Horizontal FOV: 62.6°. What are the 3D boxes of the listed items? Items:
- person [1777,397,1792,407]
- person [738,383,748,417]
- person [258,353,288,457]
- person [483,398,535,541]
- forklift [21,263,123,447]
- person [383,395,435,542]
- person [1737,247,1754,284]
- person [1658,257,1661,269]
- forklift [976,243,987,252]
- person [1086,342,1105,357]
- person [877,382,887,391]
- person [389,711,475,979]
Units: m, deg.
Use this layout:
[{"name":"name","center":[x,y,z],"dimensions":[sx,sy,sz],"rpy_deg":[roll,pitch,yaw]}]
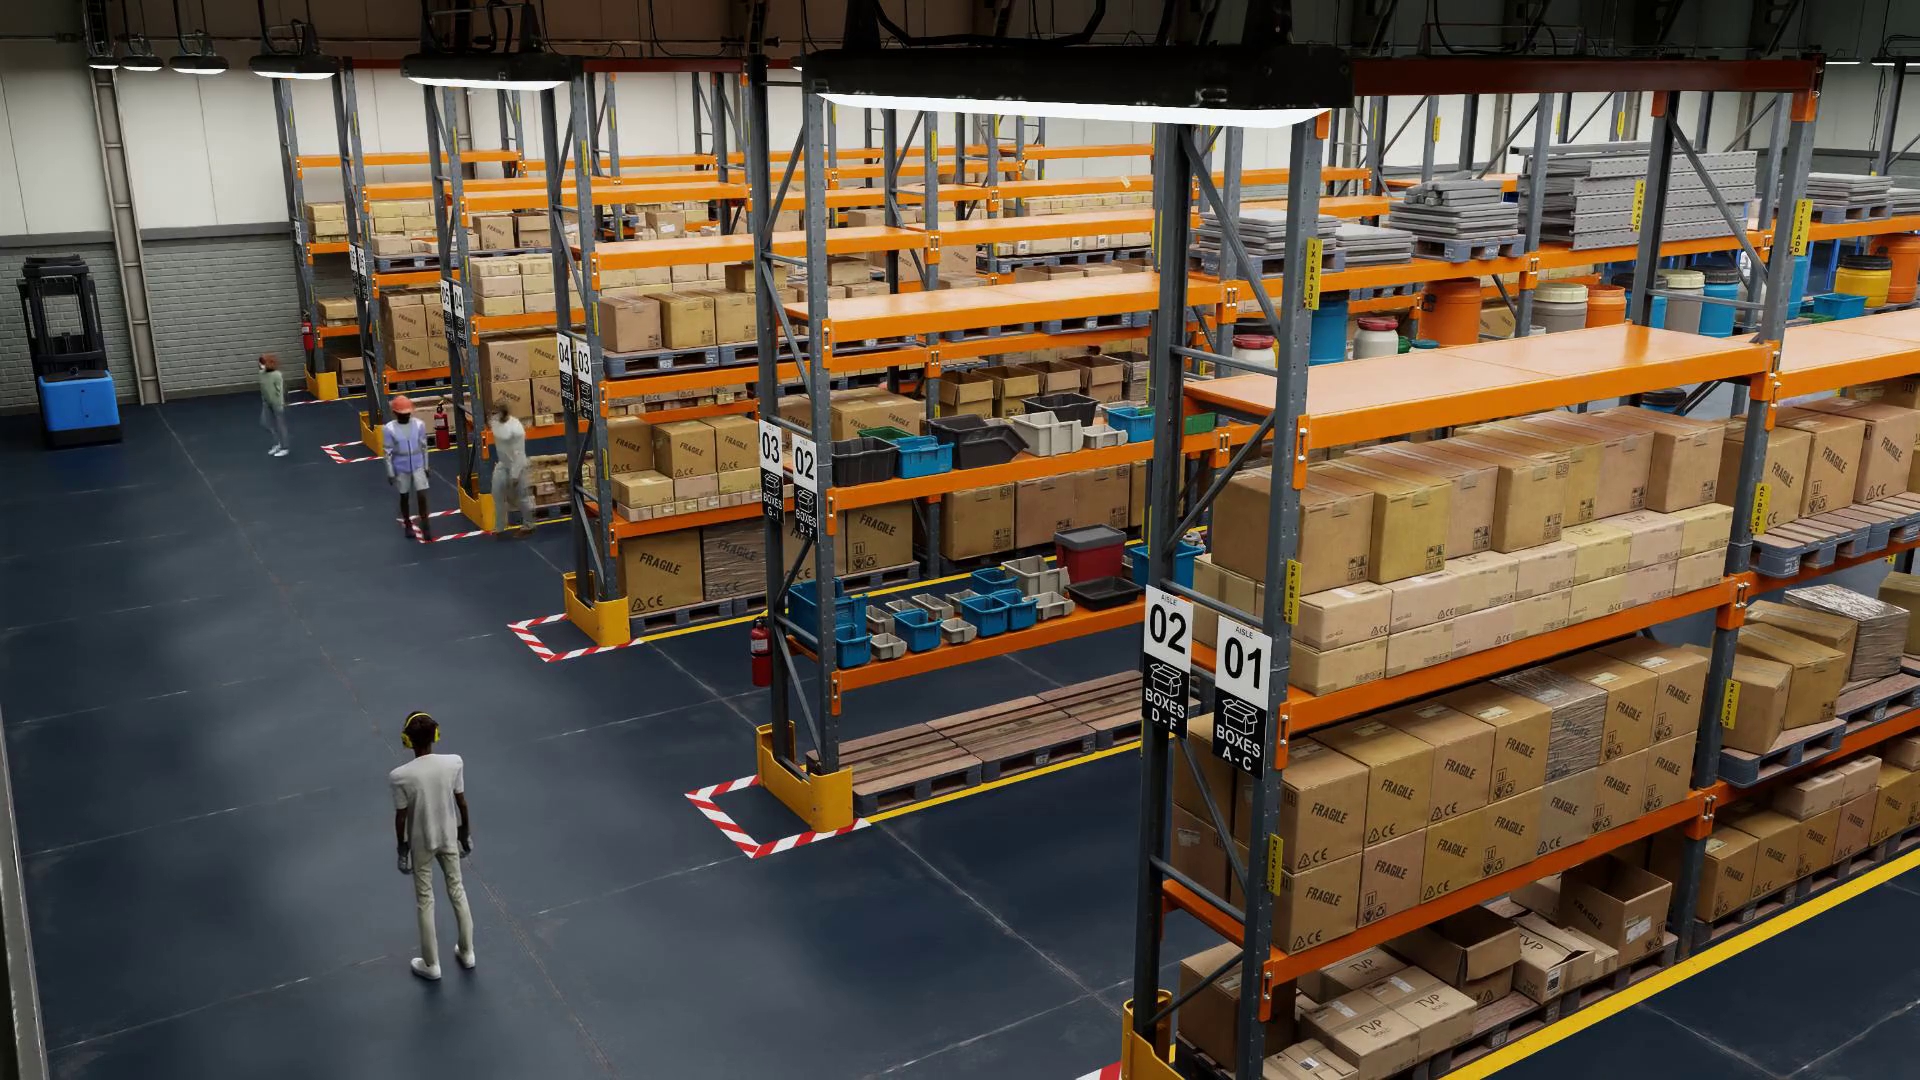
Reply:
[{"name":"person","center":[11.165,-1.443,21.932],"dimensions":[0.720,1.903,0.589],"rpy_deg":[-4,17,-13]},{"name":"person","center":[-3.607,-2.492,25.348],"dimensions":[0.661,1.909,0.607],"rpy_deg":[-7,18,-23]},{"name":"person","center":[-10.699,-2.094,24.518],"dimensions":[0.531,1.615,0.387],"rpy_deg":[9,19,27]},{"name":"person","center":[-5.796,-0.883,20.115],"dimensions":[0.676,1.889,0.805],"rpy_deg":[13,21,36]},{"name":"forklift","center":[-14.518,-3.079,25.708],"dimensions":[1.129,2.768,1.873],"rpy_deg":[-10,20,-31]},{"name":"person","center":[-7.017,-0.902,20.145],"dimensions":[0.568,1.902,0.815],"rpy_deg":[-10,20,-30]},{"name":"person","center":[18.904,-6.303,37.800],"dimensions":[0.551,1.935,0.375],"rpy_deg":[3,17,9]},{"name":"person","center":[19.684,-8.345,44.649],"dimensions":[0.508,1.847,0.345],"rpy_deg":[0,17,1]},{"name":"forklift","center":[0.988,-5.474,34.718],"dimensions":[1.214,2.155,2.313],"rpy_deg":[-10,20,-31]},{"name":"person","center":[2.137,-2.257,24.591],"dimensions":[0.930,1.896,0.574],"rpy_deg":[-12,21,-34]},{"name":"person","center":[-0.952,-1.031,20.333],"dimensions":[0.378,2.045,0.605],"rpy_deg":[0,17,2]},{"name":"person","center":[-3.529,2.032,10.602],"dimensions":[0.510,1.861,0.314],"rpy_deg":[-12,21,-35]}]
